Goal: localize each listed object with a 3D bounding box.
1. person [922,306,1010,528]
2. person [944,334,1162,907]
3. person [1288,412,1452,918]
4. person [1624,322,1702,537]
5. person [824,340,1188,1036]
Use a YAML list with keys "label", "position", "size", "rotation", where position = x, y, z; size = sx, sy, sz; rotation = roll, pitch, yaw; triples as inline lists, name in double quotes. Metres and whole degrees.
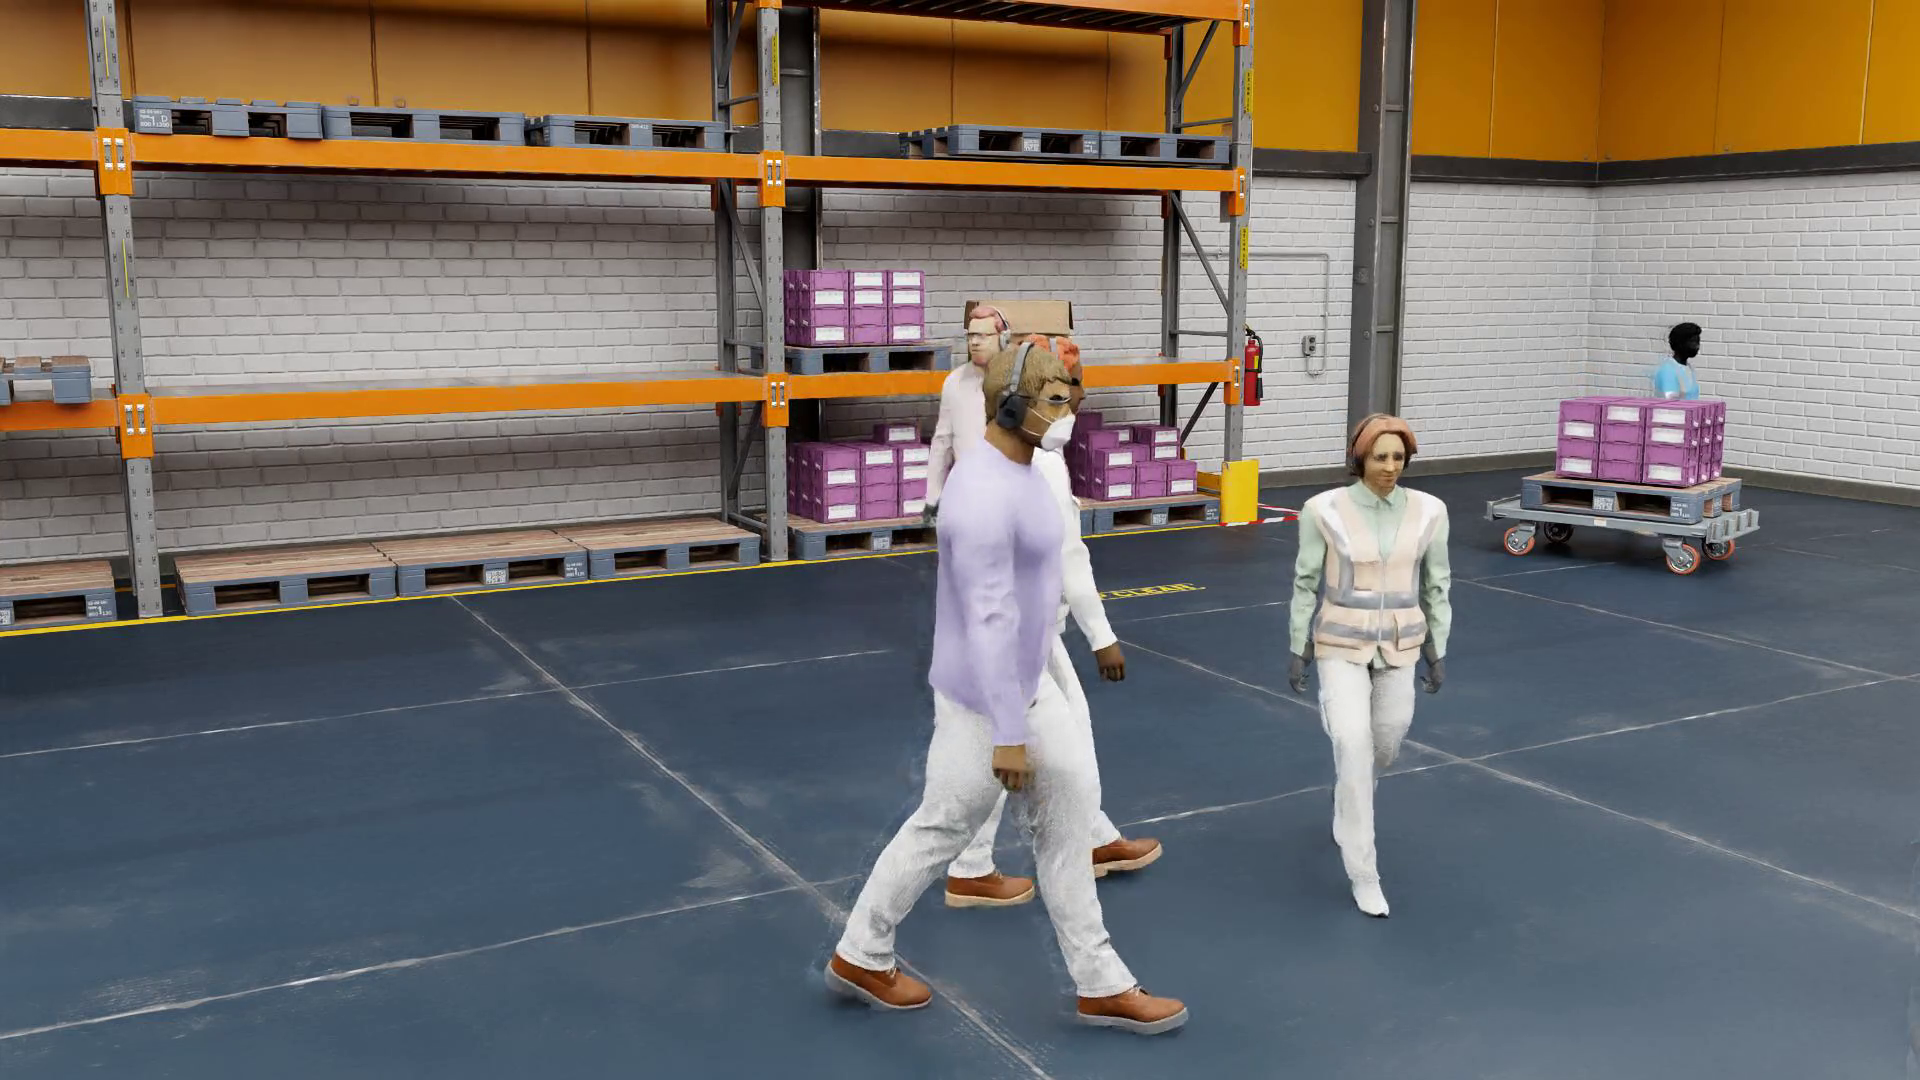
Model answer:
- label: "person"
  position: [0.098, -0.201, 8.197]
  size: [0.681, 1.877, 0.798]
  rotation: [7, 12, 38]
- label: "person"
  position: [0.342, 0.271, 5.377]
  size: [0.873, 1.848, 0.599]
  rotation: [-1, 9, -7]
- label: "person"
  position: [1.354, 0.365, 5.569]
  size: [0.527, 1.606, 0.773]
  rotation: [-1, 9, -5]
- label: "person"
  position: [5.469, -0.807, 12.576]
  size: [0.540, 1.649, 0.851]
  rotation: [-9, 13, -42]
- label: "person"
  position: [0.079, 0.412, 4.470]
  size: [1.003, 1.894, 0.660]
  rotation: [3, 10, 16]
